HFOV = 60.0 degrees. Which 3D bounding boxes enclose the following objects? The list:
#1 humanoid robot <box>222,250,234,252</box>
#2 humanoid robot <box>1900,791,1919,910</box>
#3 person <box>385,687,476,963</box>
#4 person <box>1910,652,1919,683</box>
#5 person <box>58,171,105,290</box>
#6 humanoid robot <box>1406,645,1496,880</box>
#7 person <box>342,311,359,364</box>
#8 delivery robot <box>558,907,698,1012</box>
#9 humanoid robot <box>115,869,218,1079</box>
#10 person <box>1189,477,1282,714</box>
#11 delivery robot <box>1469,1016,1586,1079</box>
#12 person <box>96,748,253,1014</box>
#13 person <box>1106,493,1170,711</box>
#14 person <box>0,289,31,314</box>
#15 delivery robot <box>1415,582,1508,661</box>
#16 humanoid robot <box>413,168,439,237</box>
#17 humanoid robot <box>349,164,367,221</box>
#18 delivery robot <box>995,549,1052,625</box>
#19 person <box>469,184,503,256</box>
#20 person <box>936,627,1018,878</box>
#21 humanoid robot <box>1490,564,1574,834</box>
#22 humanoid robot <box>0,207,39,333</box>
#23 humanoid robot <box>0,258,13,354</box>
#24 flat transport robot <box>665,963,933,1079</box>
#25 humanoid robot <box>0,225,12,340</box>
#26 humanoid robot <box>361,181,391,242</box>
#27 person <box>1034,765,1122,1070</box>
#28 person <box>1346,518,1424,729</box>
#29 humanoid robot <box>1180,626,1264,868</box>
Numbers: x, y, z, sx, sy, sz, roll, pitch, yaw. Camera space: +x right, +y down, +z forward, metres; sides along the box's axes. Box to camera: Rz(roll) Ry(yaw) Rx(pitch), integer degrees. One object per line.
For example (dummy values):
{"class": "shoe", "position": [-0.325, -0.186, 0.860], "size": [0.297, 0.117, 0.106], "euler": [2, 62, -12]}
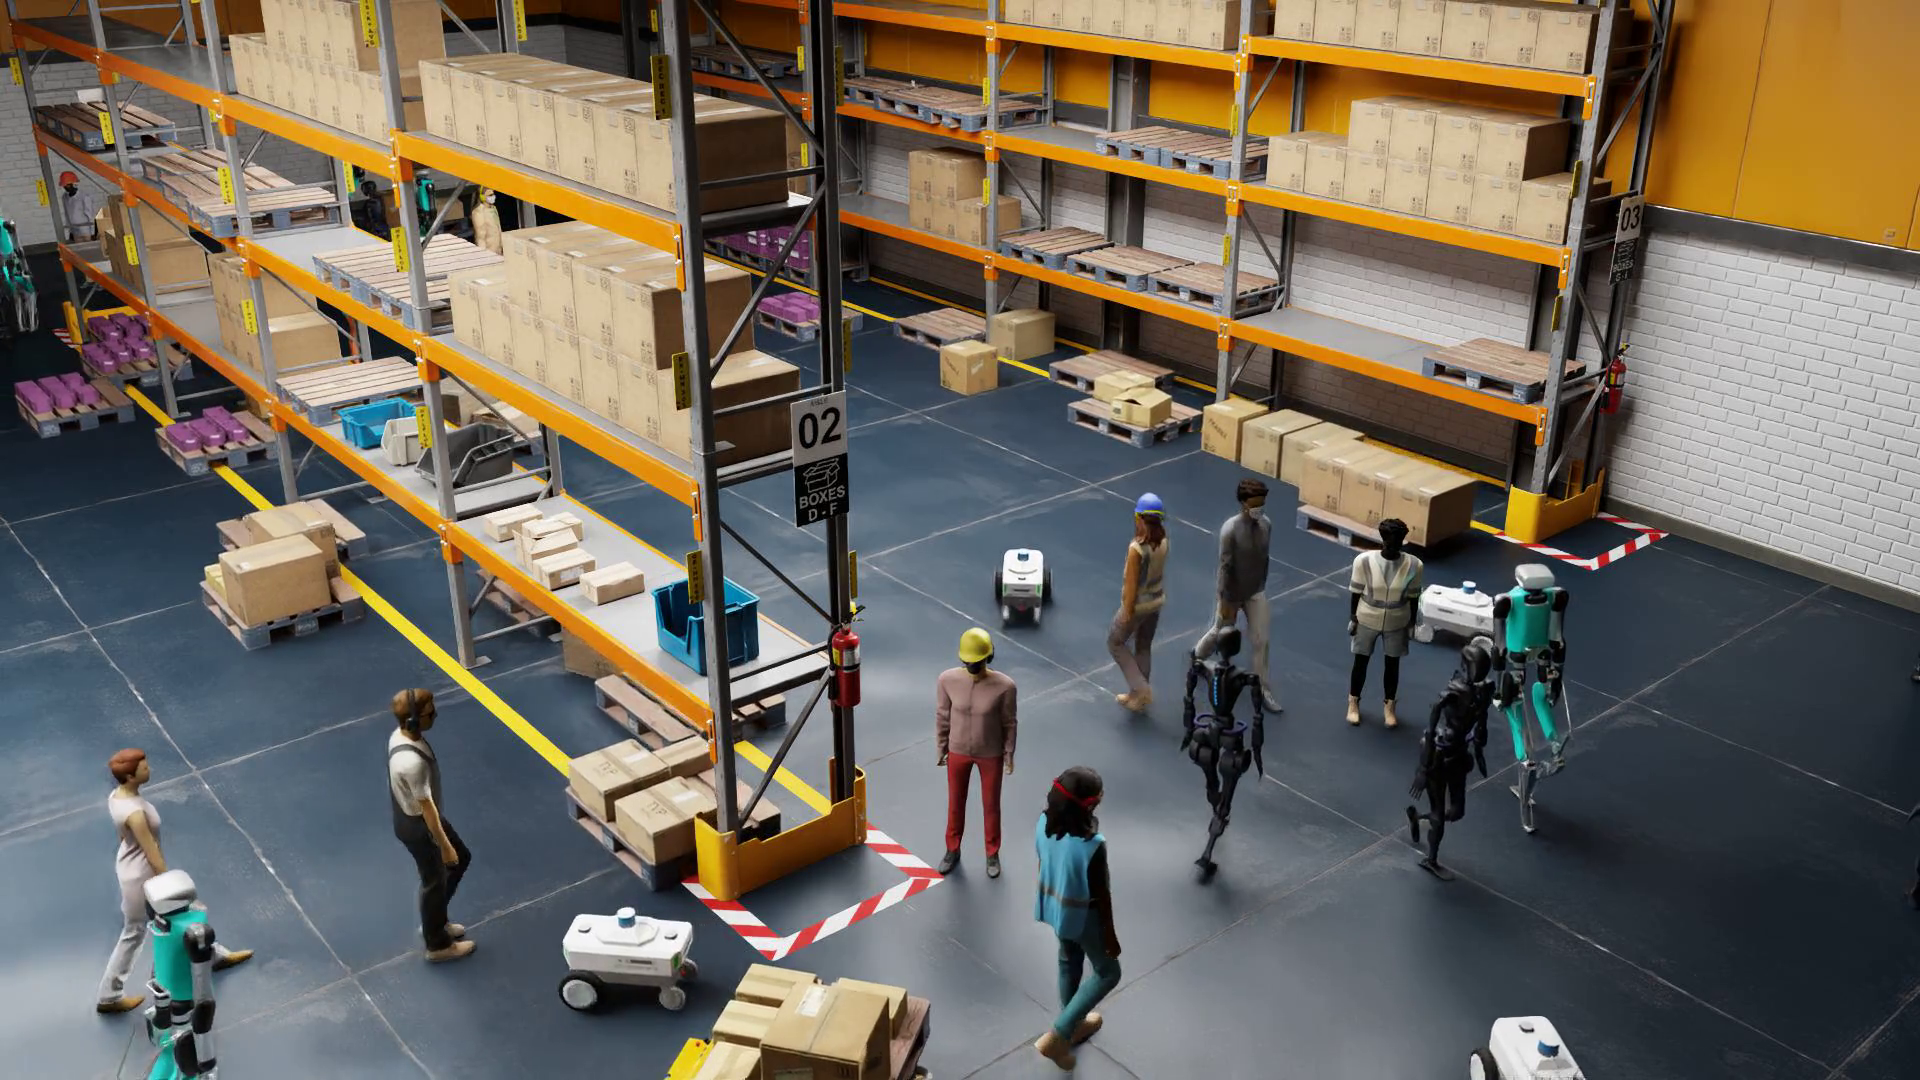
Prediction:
{"class": "humanoid robot", "position": [-11.269, -5.010, 25.483], "size": [0.600, 1.637, 0.583], "euler": [11, 26, 25]}
{"class": "humanoid robot", "position": [6.134, 1.628, 10.111], "size": [0.610, 1.638, 0.557], "euler": [8, 25, 18]}
{"class": "person", "position": [-3.093, 1.692, 9.755], "size": [0.419, 1.831, 0.525], "euler": [-7, 24, -17]}
{"class": "person", "position": [7.810, 0.260, 12.960], "size": [0.549, 1.922, 0.387], "euler": [15, 27, 31]}
{"class": "person", "position": [-12.800, -4.502, 24.214], "size": [0.562, 1.741, 0.369], "euler": [9, 25, 20]}
{"class": "humanoid robot", "position": [3.089, 1.367, 10.705], "size": [0.611, 1.634, 0.515], "euler": [-14, 27, -30]}
{"class": "person", "position": [-7.331, -2.770, 20.171], "size": [0.303, 1.762, 0.507], "euler": [-9, 25, -19]}
{"class": "delivery robot", "position": [-1.952, 2.420, 9.693], "size": [0.781, 0.605, 0.499], "euler": [3, 24, 6]}
{"class": "humanoid robot", "position": [-3.896, 2.494, 8.024], "size": [0.542, 1.767, 0.759], "euler": [20, 30, 38]}
{"class": "person", "position": [2.142, 0.356, 12.815], "size": [0.542, 1.860, 0.912], "euler": [-11, 26, -24]}
{"class": "delivery robot", "position": [3.038, 2.841, 8.723], "size": [0.499, 0.610, 0.788], "euler": [-2, 23, -4]}
{"class": "person", "position": [-4.642, 1.919, 9.492], "size": [0.871, 1.612, 0.466], "euler": [-15, 27, -30]}
{"class": "person", "position": [1.361, 0.488, 12.637], "size": [0.388, 1.747, 0.474], "euler": [21, 31, 40]}
{"class": "person", "position": [-13.075, -3.834, 22.508], "size": [0.678, 1.865, 0.700], "euler": [-18, 29, -36]}
{"class": "delivery robot", "position": [4.219, 0.648, 13.801], "size": [0.797, 0.608, 0.499], "euler": [14, 27, 30]}
{"class": "humanoid robot", "position": [-7.960, -4.461, 24.202], "size": [0.864, 1.845, 0.537], "euler": [-15, 28, -31]}
{"class": "humanoid robot", "position": [-10.415, -6.268, 28.199], "size": [0.714, 1.709, 0.537], "euler": [-21, 31, -40]}
{"class": "delivery robot", "position": [0.546, 0.370, 14.446], "size": [0.499, 0.611, 0.814], "euler": [1, 23, 3]}
{"class": "person", "position": [-6.433, -3.930, 22.721], "size": [0.401, 1.877, 0.555], "euler": [5, 24, 11]}
{"class": "person", "position": [0.101, 1.354, 10.619], "size": [0.524, 1.768, 0.324], "euler": [4, 24, 10]}
{"class": "humanoid robot", "position": [3.921, 1.148, 11.258], "size": [0.550, 1.885, 0.807], "euler": [-4, 24, -10]}
{"class": "humanoid robot", "position": [-12.597, -3.613, 22.128], "size": [0.535, 1.753, 0.739], "euler": [-2, 23, -4]}
{"class": "humanoid robot", "position": [-12.394, -3.105, 21.099], "size": [0.611, 1.638, 0.591], "euler": [-13, 27, -28]}
{"class": "flat transport robot", "position": [-0.897, 2.962, 8.785], "size": [1.431, 0.231, 0.659], "euler": [6, 24, 14]}
{"class": "humanoid robot", "position": [-12.735, -3.391, 21.638], "size": [0.530, 1.794, 0.694], "euler": [16, 28, 33]}
{"class": "humanoid robot", "position": [-8.350, -4.357, 23.995], "size": [0.628, 1.633, 0.593], "euler": [-2, 23, -5]}
{"class": "person", "position": [0.637, 2.029, 8.943], "size": [0.541, 1.854, 0.555], "euler": [-19, 30, -36]}
{"class": "person", "position": [3.159, 0.611, 12.435], "size": [0.532, 1.693, 0.319], "euler": [4, 24, 8]}
{"class": "humanoid robot", "position": [1.686, 1.325, 10.860], "size": [0.595, 1.635, 0.766], "euler": [14, 27, 28]}
